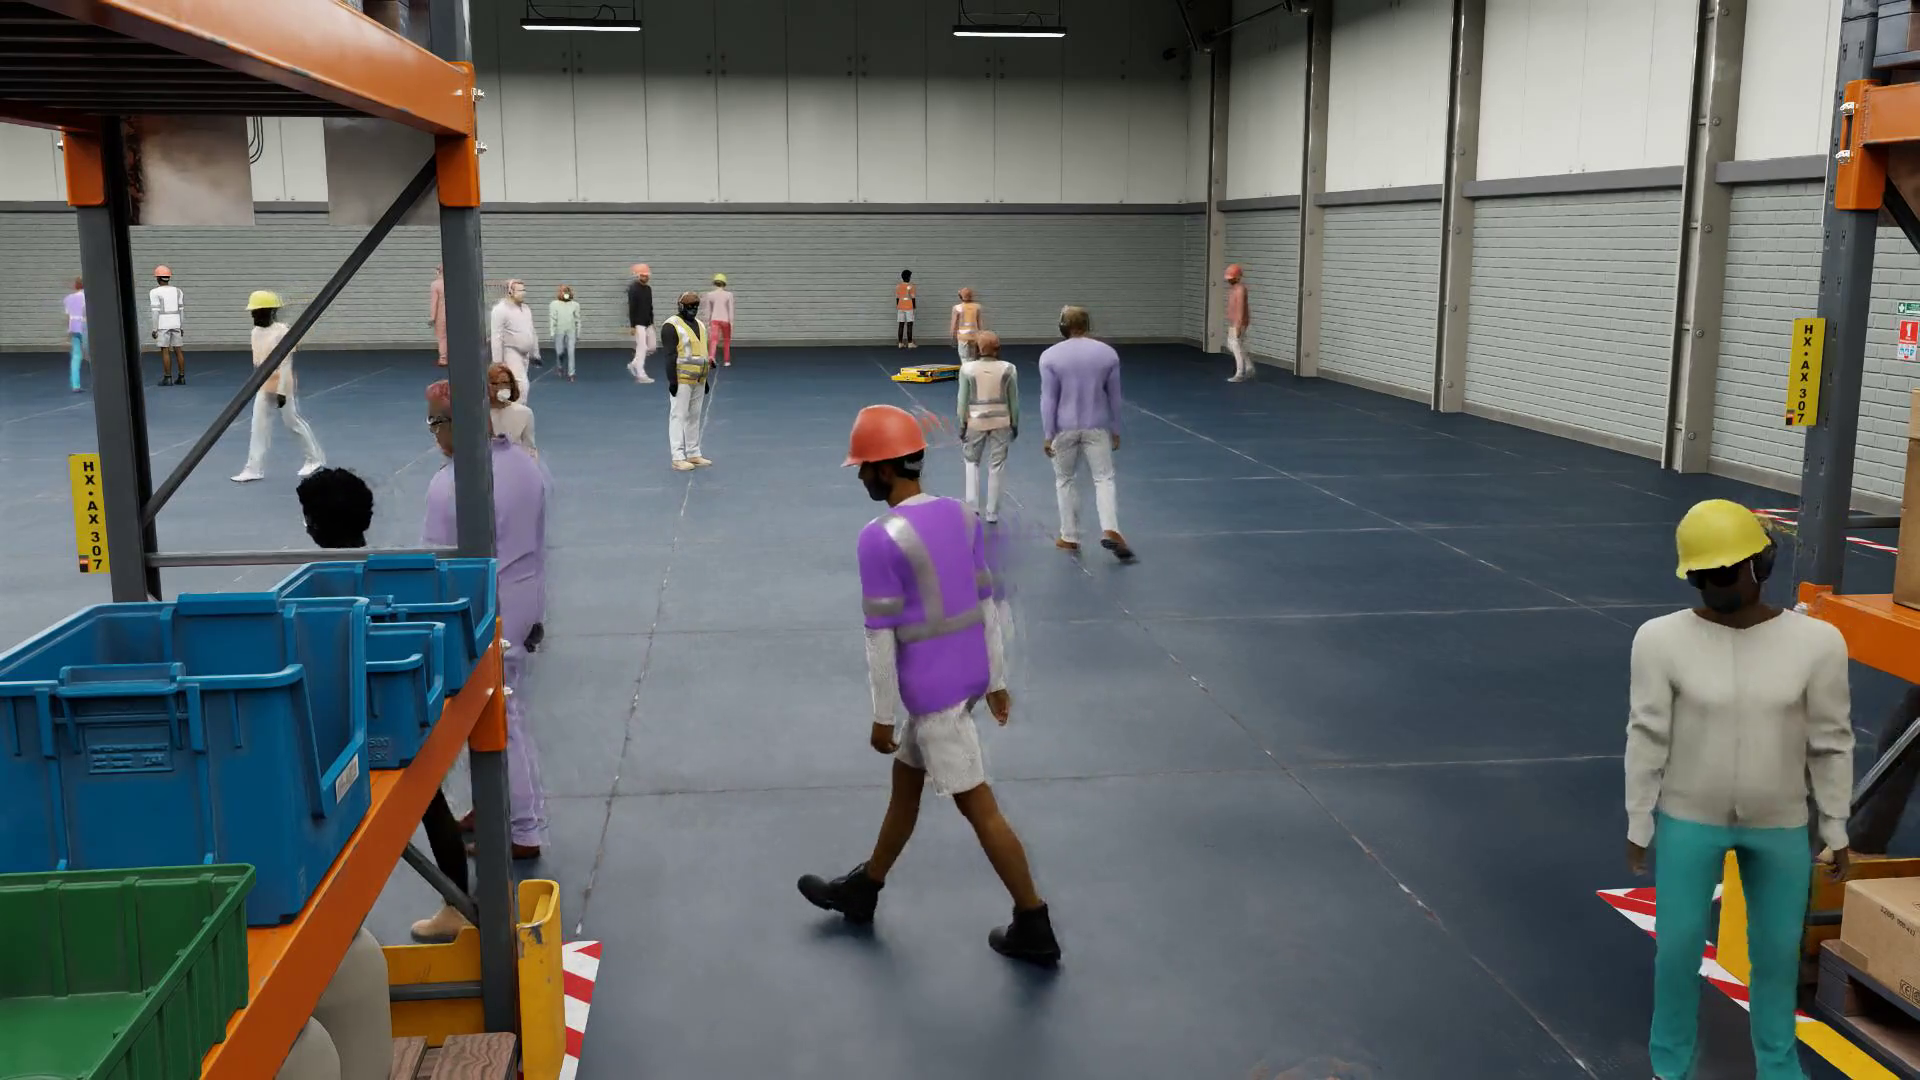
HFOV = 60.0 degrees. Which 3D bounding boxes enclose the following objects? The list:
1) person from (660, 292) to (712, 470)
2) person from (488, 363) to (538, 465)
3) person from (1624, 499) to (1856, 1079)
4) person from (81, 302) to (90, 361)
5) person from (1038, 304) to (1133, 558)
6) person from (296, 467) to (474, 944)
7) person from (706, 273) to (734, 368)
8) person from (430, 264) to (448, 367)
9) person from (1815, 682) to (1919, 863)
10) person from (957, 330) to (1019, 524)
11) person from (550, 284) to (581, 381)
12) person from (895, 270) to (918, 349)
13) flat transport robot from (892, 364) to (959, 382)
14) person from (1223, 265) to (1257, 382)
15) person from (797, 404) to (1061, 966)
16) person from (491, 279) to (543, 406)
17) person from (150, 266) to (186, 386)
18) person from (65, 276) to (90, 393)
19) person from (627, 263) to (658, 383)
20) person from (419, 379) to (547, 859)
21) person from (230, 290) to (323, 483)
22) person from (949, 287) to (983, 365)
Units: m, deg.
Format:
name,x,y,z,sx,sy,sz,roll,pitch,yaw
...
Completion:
name,x,y,z,sx,sy,sz,roll,pitch,yaw
person,-2.821,-1.655,17.310,0.430,1.839,0.619,5,12,28
person,-2.884,-0.301,10.475,0.531,1.628,0.343,-8,13,-36
person,2.115,0.762,4.391,0.698,1.730,0.319,3,11,16
person,-11.260,-2.533,21.957,0.653,1.891,0.971,-1,10,-4
person,0.928,-0.805,12.479,0.651,1.907,0.763,-2,10,-8
person,-2.050,0.567,5.618,0.906,1.637,0.551,3,11,16
person,-4.433,-4.040,30.658,0.527,1.740,0.811,1,10,6
person,-9.599,-4.178,30.944,0.403,1.906,0.651,7,12,33
person,3.714,0.421,6.072,0.940,1.790,0.547,6,12,31
person,0.240,-0.948,14.004,0.526,1.625,0.406,0,10,-2
person,-6.603,-3.475,27.861,0.522,1.617,0.425,-3,11,-16
person,-1.156,-4.980,35.916,0.533,1.696,0.316,8,13,36
flat transport robot,-0.479,-2.814,27.952,0.652,0.197,1.431,6,12,31
person,4.623,-3.577,27.548,0.693,1.944,0.666,-1,10,-8
person,-0.086,0.484,5.568,1.021,1.862,0.541,5,12,27
person,-5.373,-2.241,20.375,0.663,1.884,0.649,3,11,17
person,-12.833,-3.459,26.920,0.358,1.938,0.548,6,12,30
person,-13.578,-3.200,25.884,0.580,1.787,0.960,1,10,6
person,-5.267,-3.572,27.421,0.513,1.976,0.635,4,11,20
person,-1.906,0.314,6.417,0.643,1.875,0.637,2,10,10
person,-6.812,-1.537,16.562,0.608,1.885,0.981,6,12,31
person,0.072,-3.146,26.081,0.551,1.614,0.683,-5,12,-27
